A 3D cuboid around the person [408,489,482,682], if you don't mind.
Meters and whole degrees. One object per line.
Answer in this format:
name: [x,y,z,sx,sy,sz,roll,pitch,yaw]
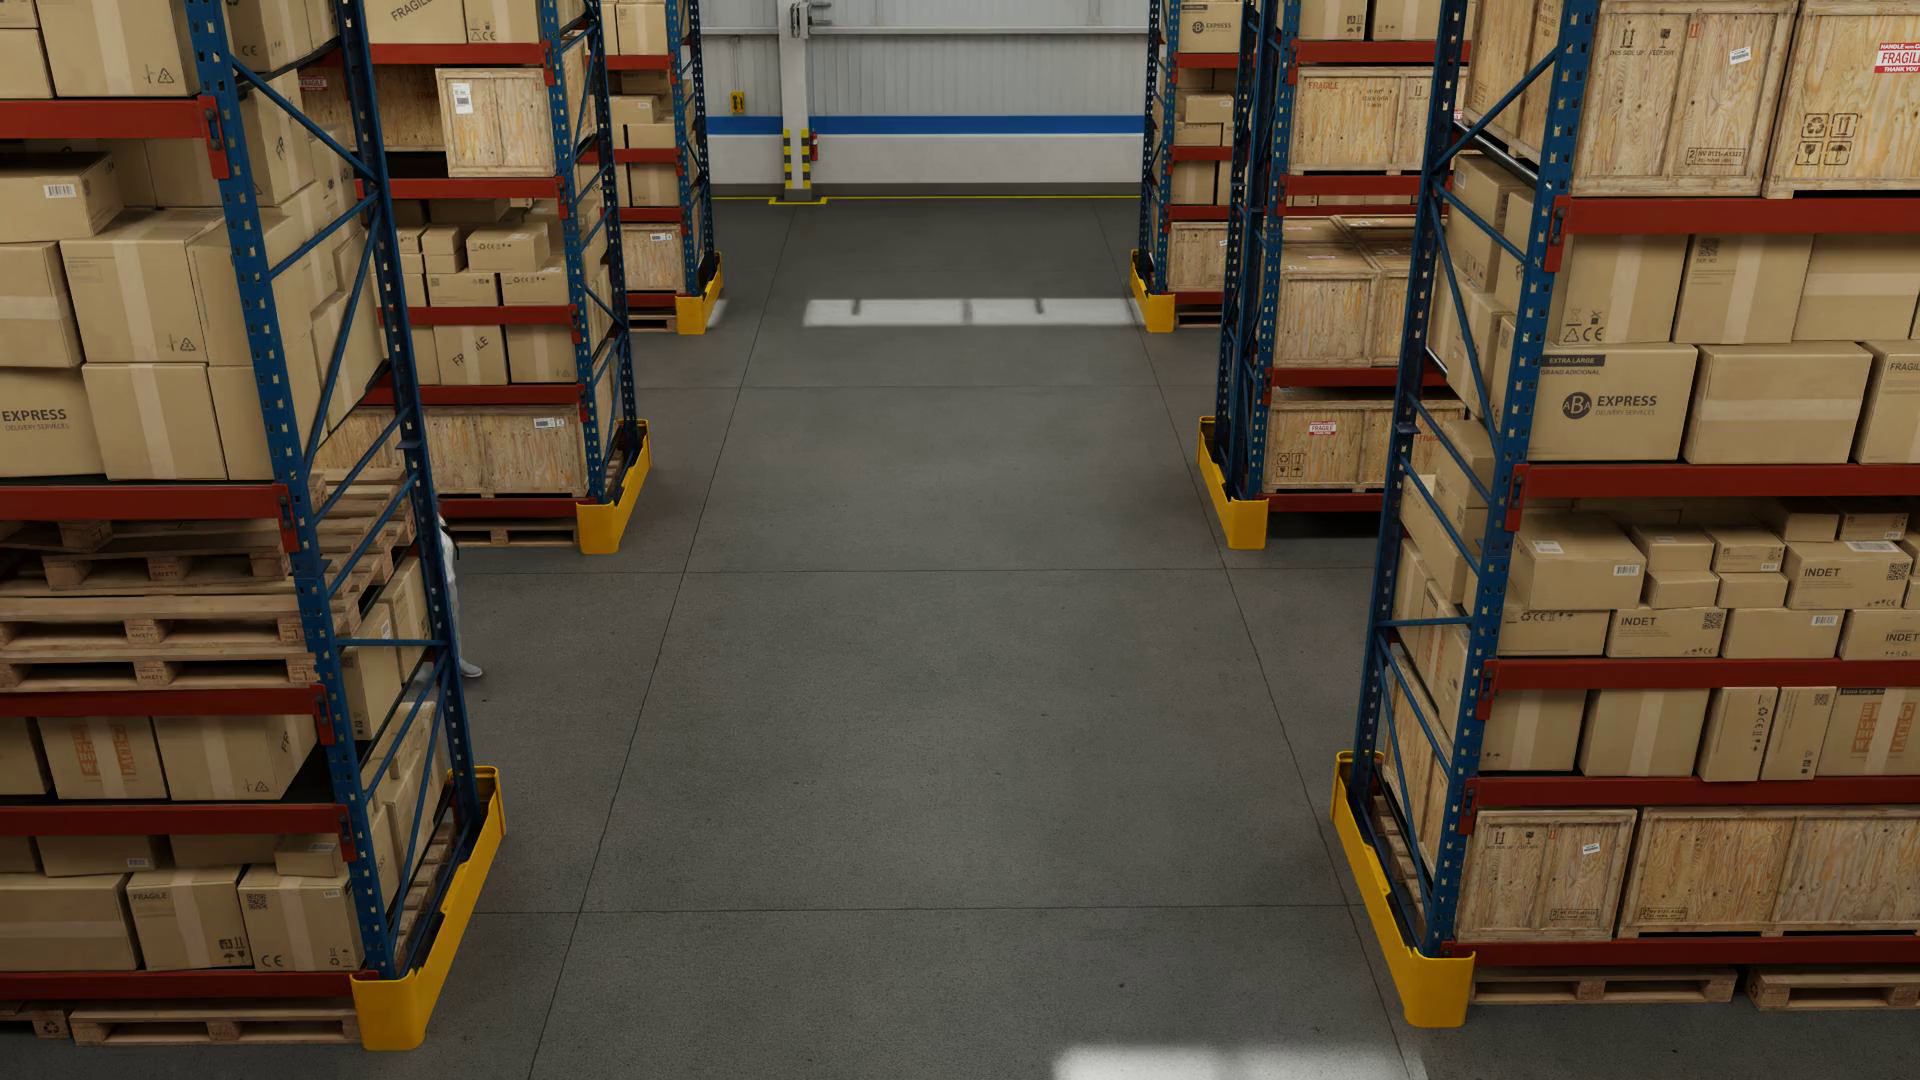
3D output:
person: [-4.197,0.370,13.172,0.532,1.668,0.525,9,27,19]
